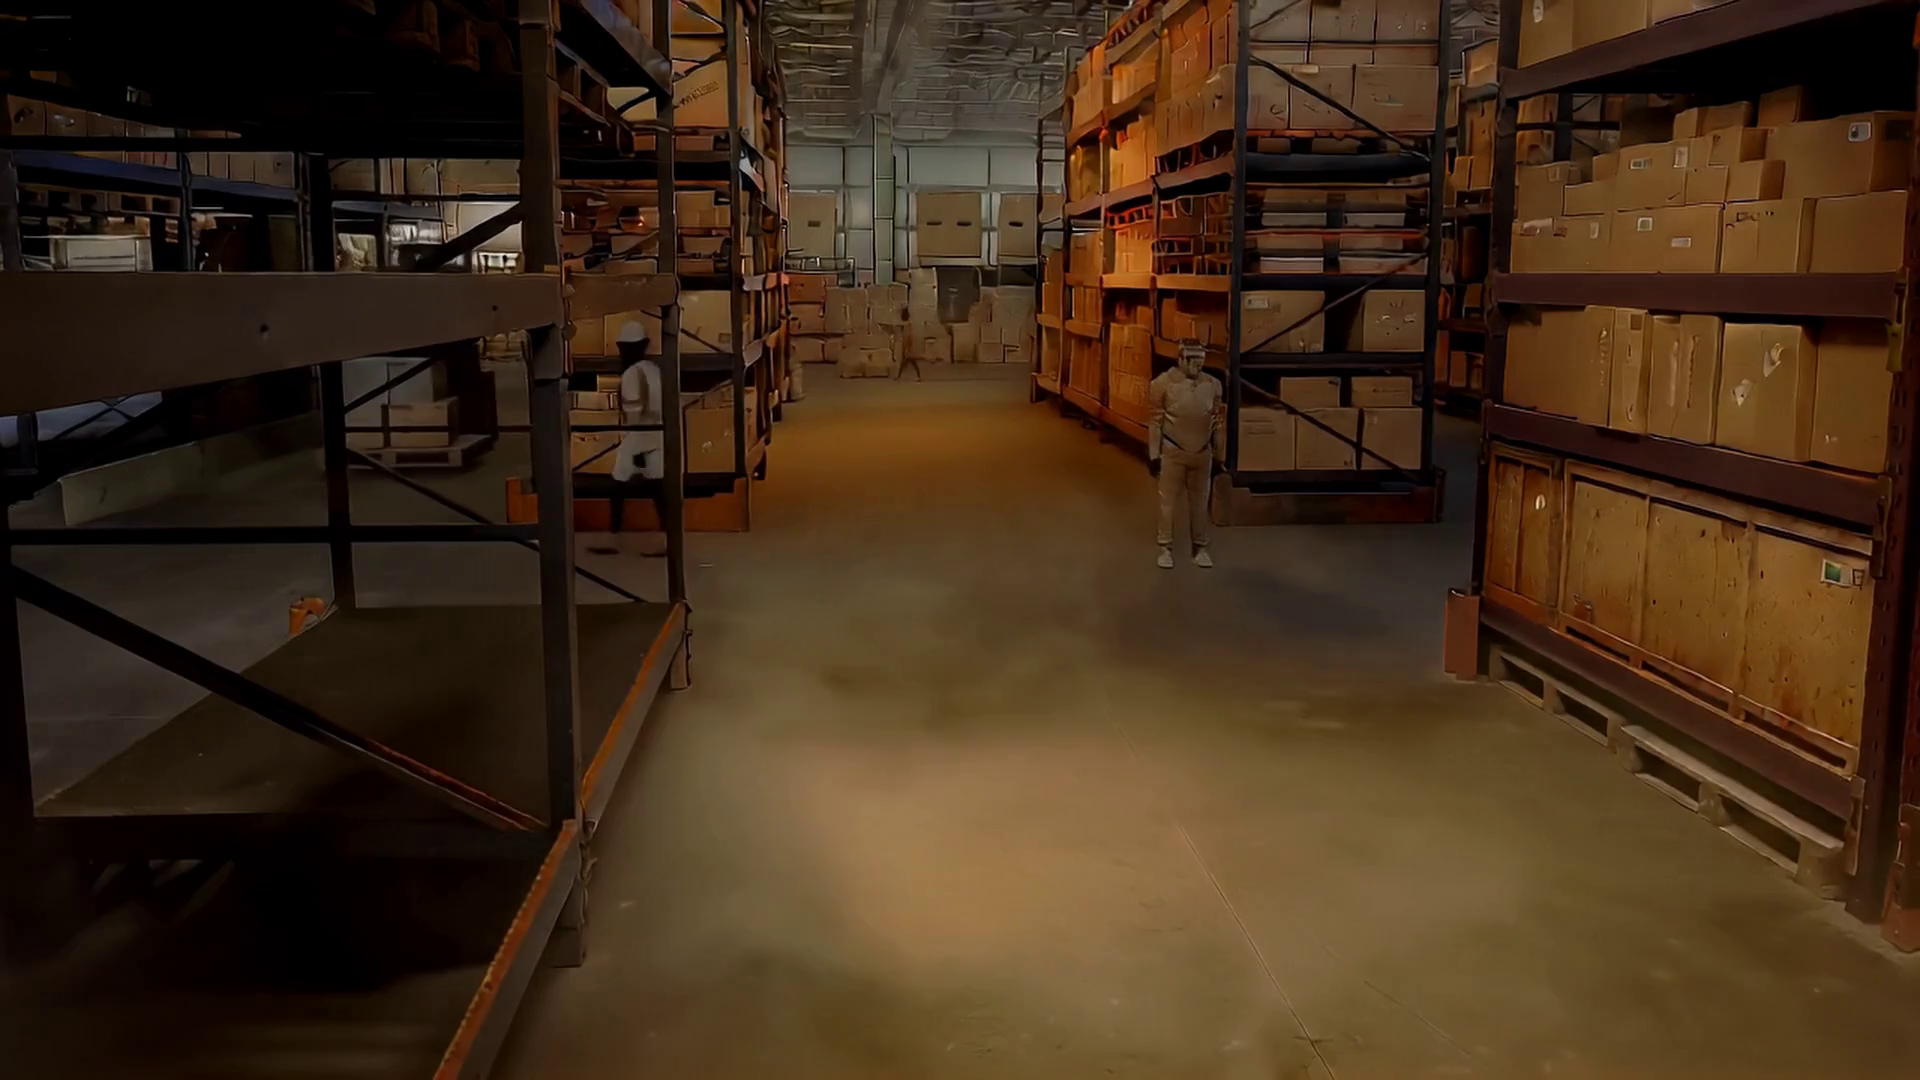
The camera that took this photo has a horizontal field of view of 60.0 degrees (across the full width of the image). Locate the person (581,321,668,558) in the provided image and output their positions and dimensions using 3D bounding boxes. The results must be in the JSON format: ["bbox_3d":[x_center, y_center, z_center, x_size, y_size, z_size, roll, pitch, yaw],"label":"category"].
[{"bbox_3d":[-2.838,-0.847,14.152,0.929,2.008,0.632,3,9,17],"label":"person"}]

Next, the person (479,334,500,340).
[{"bbox_3d":[-17.472,-8.406,61.542,0.976,2.000,0.727,-6,11,-35],"label":"person"}]

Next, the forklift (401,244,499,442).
[{"bbox_3d":[-7.078,-2.652,22.782,1.129,2.768,1.873,-1,9,-4],"label":"forklift"}]

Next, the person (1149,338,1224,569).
[{"bbox_3d":[1.867,-0.707,13.659,0.641,1.900,0.401,-2,9,-10],"label":"person"}]

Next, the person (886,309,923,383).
[{"bbox_3d":[-1.199,-4.316,37.079,0.885,1.652,0.539,-2,9,-14],"label":"person"}]
